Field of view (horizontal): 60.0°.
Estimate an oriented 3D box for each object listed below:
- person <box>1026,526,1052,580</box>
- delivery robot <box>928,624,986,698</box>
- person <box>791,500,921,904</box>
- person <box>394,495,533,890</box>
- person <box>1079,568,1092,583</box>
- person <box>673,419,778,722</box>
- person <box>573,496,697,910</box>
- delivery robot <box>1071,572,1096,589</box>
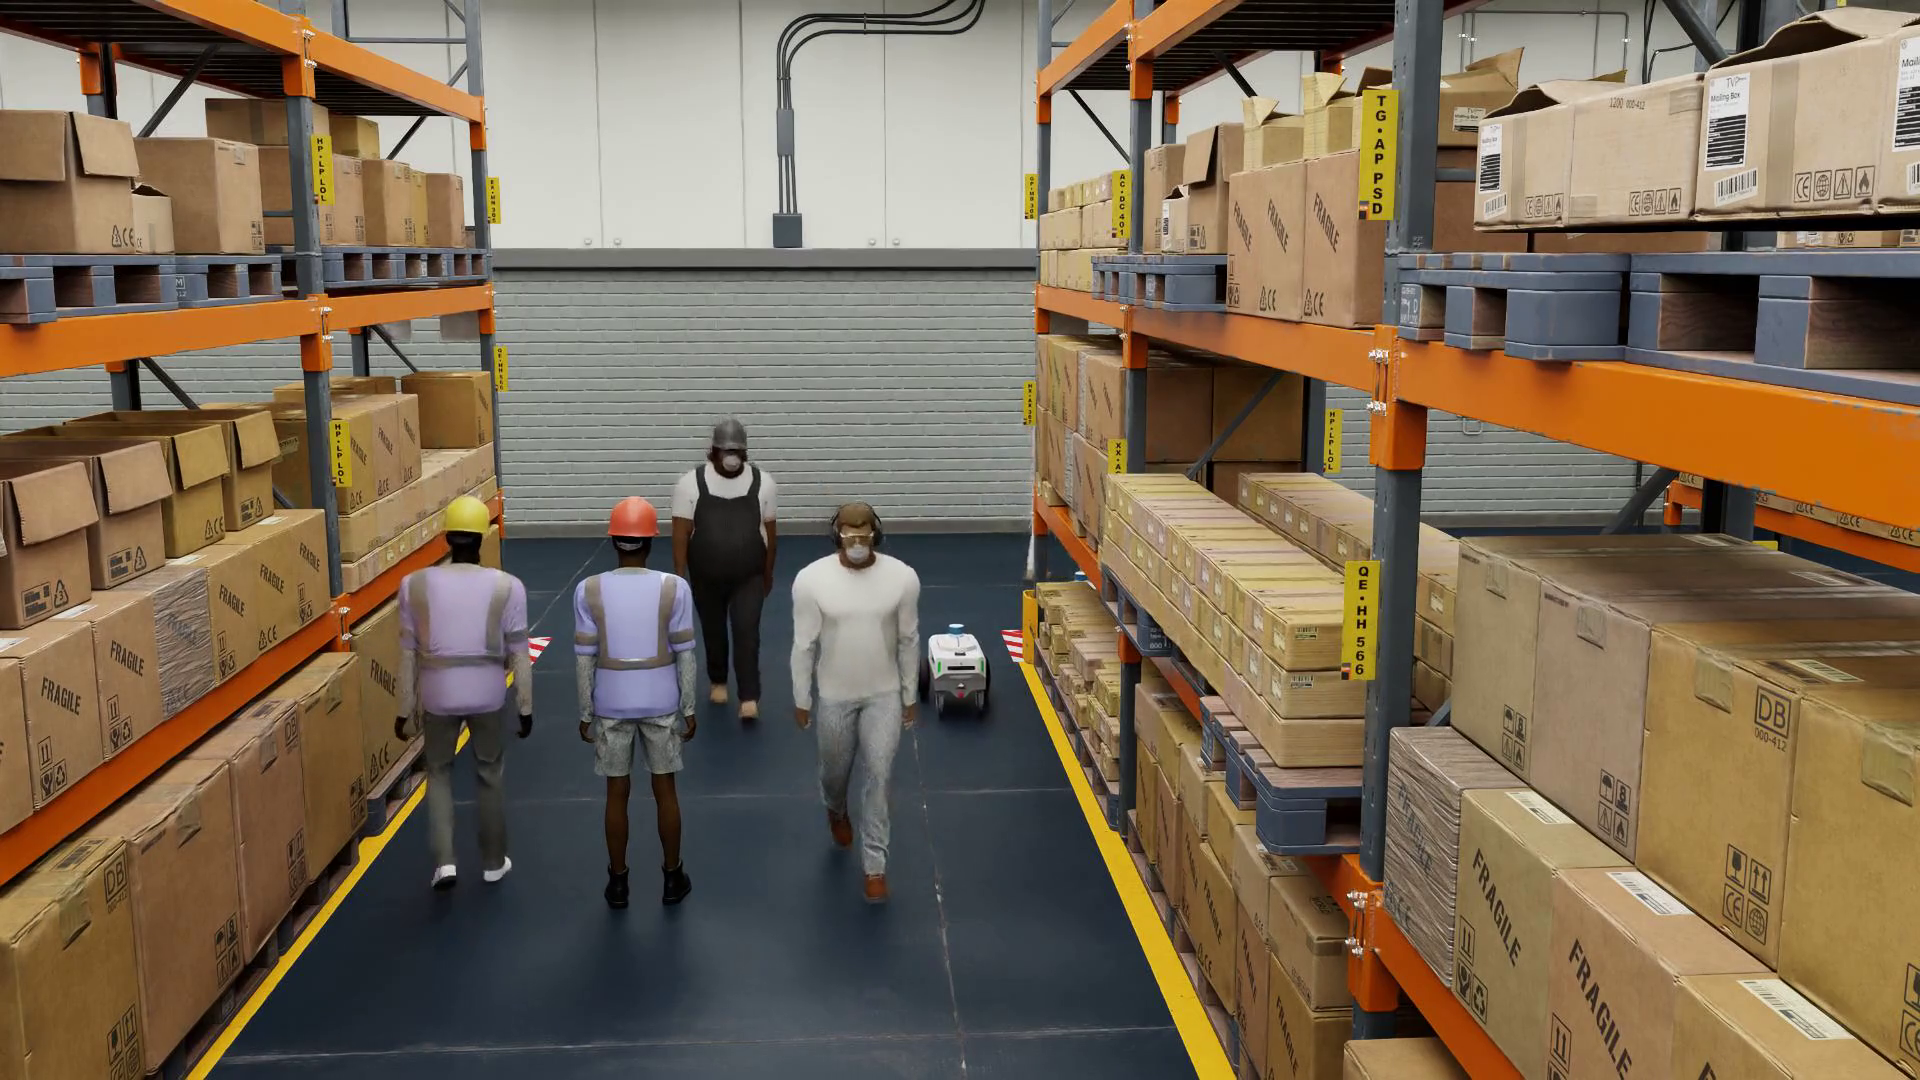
[{"bbox_3d":[1.029,-0.508,15.645,0.929,1.784,0.751,-4,10,-22],"label":"person"},{"bbox_3d":[-0.025,0.812,11.255,0.477,0.478,0.707,-1,10,-5],"label":"delivery robot"},{"bbox_3d":[-0.510,0.725,8.099,0.629,1.908,0.858,-1,10,-8],"label":"person"},{"bbox_3d":[-2.379,0.741,7.943,0.659,1.920,0.446,-2,10,-12],"label":"person"},{"bbox_3d":[1.259,-0.273,14.014,0.544,1.894,0.667,7,12,34],"label":"person"},{"bbox_3d":[-1.547,0.154,11.037,0.692,2.000,1.013,-1,10,-7],"label":"person"},{"bbox_3d":[-1.510,0.758,7.782,0.552,1.935,0.366,-1,10,-9],"label":"person"},{"bbox_3d":[0.954,0.496,13.114,0.707,0.478,0.477,-5,11,-25],"label":"delivery robot"}]
